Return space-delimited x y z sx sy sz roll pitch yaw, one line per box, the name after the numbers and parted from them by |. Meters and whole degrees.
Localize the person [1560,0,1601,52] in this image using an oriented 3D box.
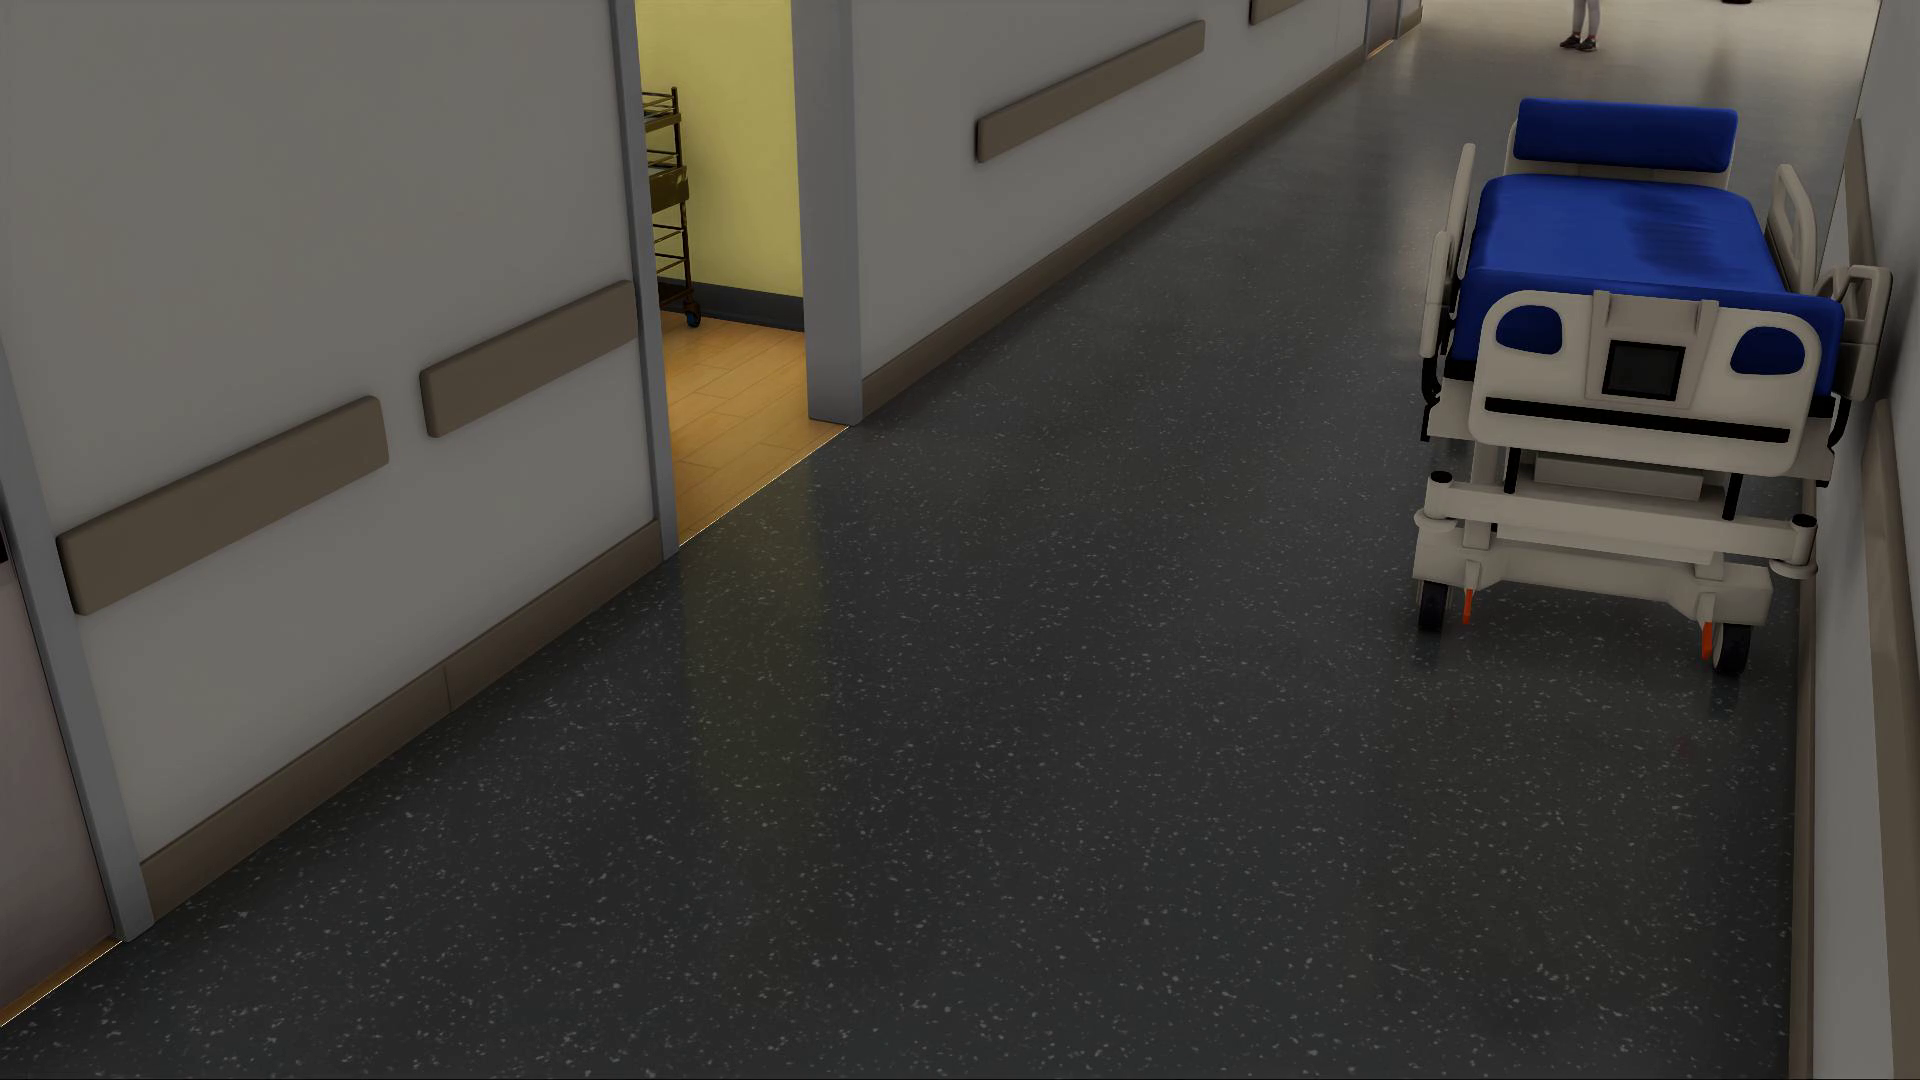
5.496 -5.038 14.456 0.735 1.500 0.669 -11 28 -22 | person
